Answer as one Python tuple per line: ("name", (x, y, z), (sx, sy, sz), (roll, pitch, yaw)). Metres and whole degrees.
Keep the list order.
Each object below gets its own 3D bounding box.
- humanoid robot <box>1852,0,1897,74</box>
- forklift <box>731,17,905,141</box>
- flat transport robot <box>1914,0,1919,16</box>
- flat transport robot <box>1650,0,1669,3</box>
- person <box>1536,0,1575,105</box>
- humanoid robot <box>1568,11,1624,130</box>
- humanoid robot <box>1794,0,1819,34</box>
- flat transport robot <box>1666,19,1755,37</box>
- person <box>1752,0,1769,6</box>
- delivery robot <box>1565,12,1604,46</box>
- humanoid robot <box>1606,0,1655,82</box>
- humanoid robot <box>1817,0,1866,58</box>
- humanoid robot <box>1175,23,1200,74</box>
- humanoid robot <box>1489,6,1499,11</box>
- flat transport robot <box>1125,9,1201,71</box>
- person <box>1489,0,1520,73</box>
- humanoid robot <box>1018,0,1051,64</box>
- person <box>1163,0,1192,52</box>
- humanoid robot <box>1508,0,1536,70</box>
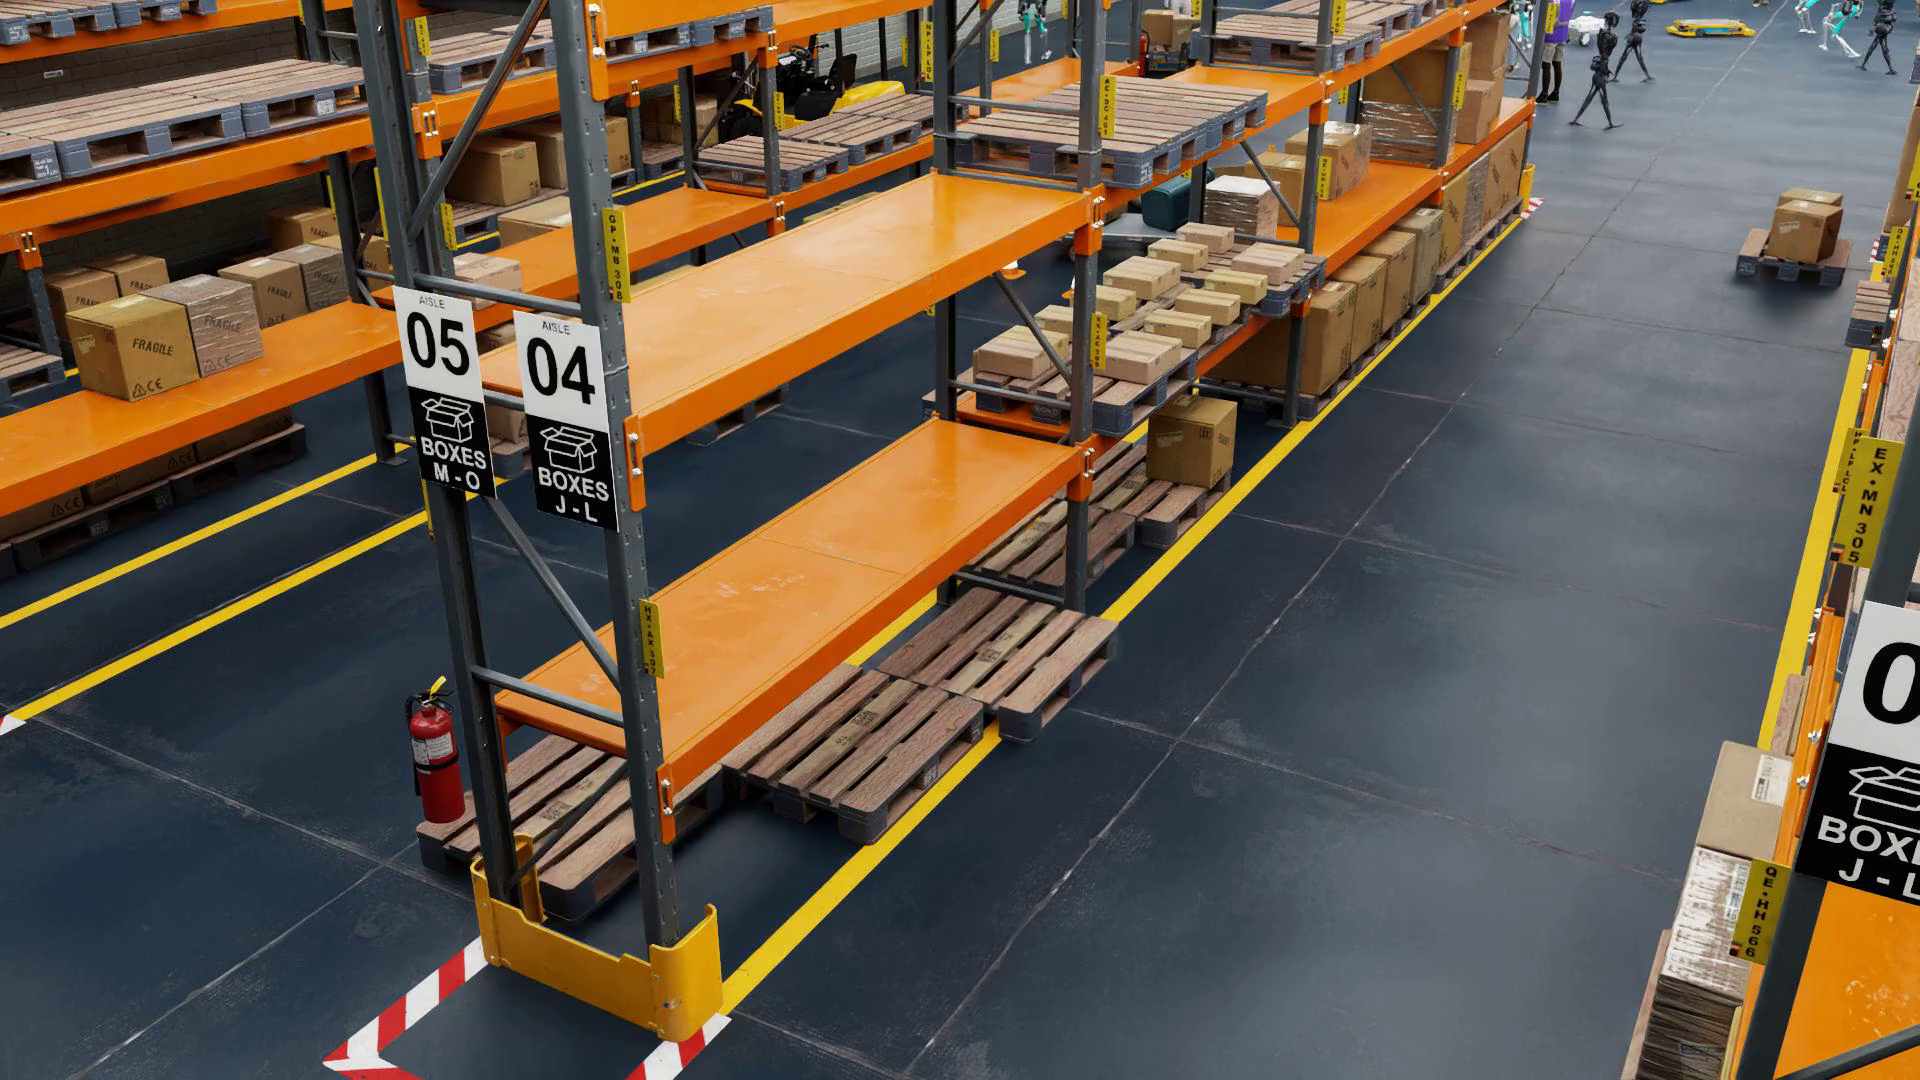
("humanoid robot", (15.356, -8.590, 27.625), (0.592, 1.622, 0.761), (-22, 33, -38))
("forklift", (-1.819, -5.975, 21.543), (2.313, 2.155, 1.214), (14, 29, 26))
("flat transport robot", (19.141, -9.988, 32.096), (0.659, 0.231, 1.431), (8, 27, 16))
("flat transport robot", (15.071, -11.669, 35.588), (1.431, 0.231, 0.659), (-16, 30, -30))
("person", (8.989, -7.603, 25.200), (0.601, 1.957, 0.382), (-18, 31, -33))
("humanoid robot", (9.173, -6.682, 23.656), (0.764, 1.626, 0.607), (11, 28, 22))
("humanoid robot", (15.935, -10.310, 30.976), (0.731, 1.706, 0.531), (-6, 26, -13))
("flat transport robot", (14.199, -9.681, 31.458), (1.431, 0.231, 0.659), (0, 26, -1))
("person", (16.830, -12.167, 34.696), (0.628, 1.934, 0.747), (12, 28, 23))
("delivery robot", (11.420, -9.343, 30.446), (0.816, 0.612, 0.499), (-16, 30, -29))
("humanoid robot", (10.917, -8.196, 26.807), (0.783, 1.628, 0.602), (10, 27, 20))
("humanoid robot", (15.339, -9.252, 28.941), (0.538, 1.762, 1.027), (-17, 30, -31))
("humanoid robot", (3.134, -6.144, 22.477), (0.604, 1.645, 0.332), (23, 34, 39))
("humanoid robot", (9.082, -9.295, 29.004), (0.584, 1.778, 0.892), (-13, 28, -24))
("flat transport robot", (3.513, -8.023, 28.013), (1.431, 0.231, 0.659), (2, 26, 3))
("person", (7.646, -6.941, 23.938), (0.622, 1.863, 1.019), (21, 33, 37))
("humanoid robot", (1.349, -9.056, 28.532), (0.570, 1.808, 0.934), (12, 28, 23))
("person", (3.759, -9.178, 28.491), (0.631, 1.939, 0.369), (-10, 27, -20))
("humanoid robot", (9.536, -8.801, 27.989), (0.552, 1.791, 0.851), (-6, 26, -12))
